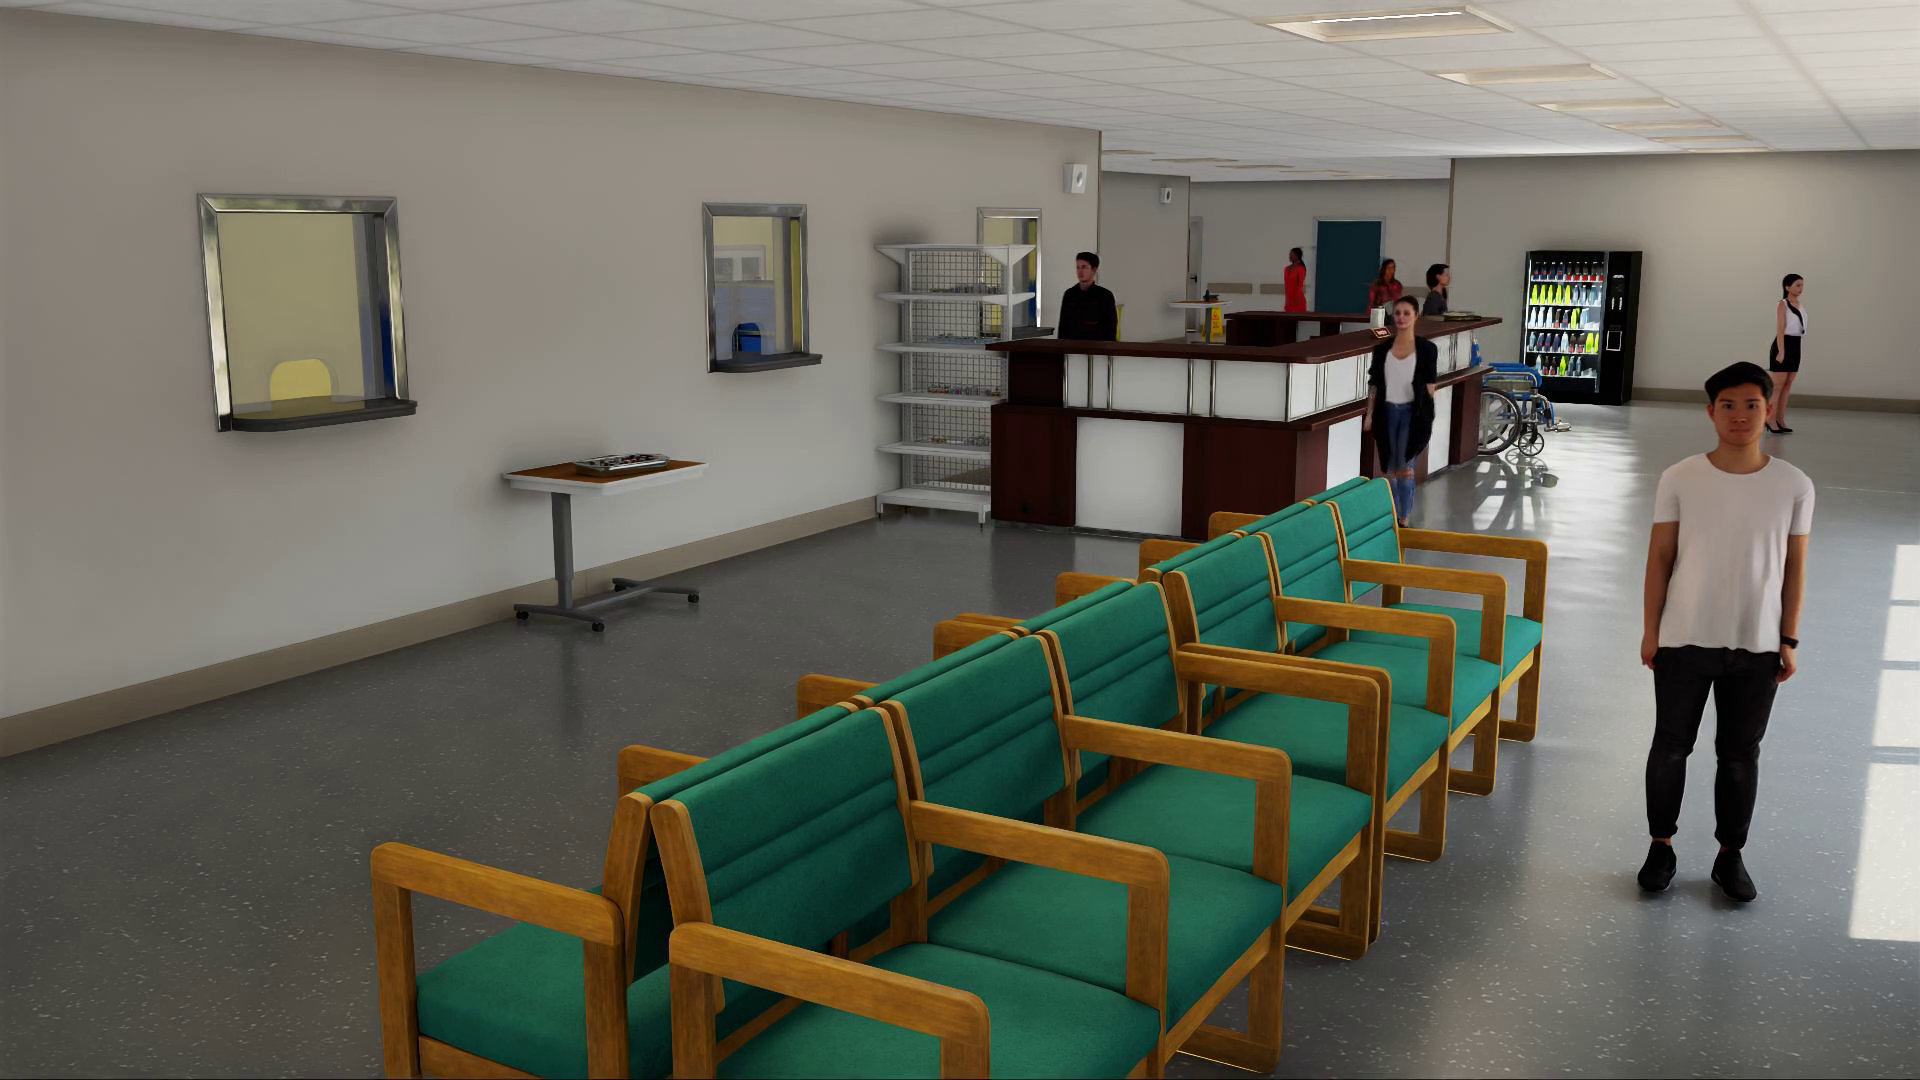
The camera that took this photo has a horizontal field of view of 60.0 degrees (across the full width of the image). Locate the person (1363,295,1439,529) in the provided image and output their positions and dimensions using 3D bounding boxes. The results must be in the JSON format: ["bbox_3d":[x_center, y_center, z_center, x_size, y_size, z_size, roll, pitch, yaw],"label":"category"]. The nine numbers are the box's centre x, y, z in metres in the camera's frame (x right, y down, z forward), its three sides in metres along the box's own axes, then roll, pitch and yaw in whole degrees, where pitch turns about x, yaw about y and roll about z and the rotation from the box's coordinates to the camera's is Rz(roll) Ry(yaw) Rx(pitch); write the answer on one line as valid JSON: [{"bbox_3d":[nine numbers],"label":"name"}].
[{"bbox_3d":[3.080,-0.840,11.498,0.773,1.659,0.698,7,13,32],"label":"person"}]

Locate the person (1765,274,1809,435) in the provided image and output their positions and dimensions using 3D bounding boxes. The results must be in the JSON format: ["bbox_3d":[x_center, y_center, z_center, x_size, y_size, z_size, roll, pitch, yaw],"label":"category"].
[{"bbox_3d":[8.614,-1.945,17.343,0.622,1.649,0.626,-8,13,-36],"label":"person"}]

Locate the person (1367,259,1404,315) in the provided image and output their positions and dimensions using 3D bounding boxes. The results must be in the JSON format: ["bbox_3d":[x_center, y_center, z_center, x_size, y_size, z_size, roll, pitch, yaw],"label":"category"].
[{"bbox_3d":[5.726,-2.941,22.499,0.881,1.685,0.901,0,11,-2],"label":"person"}]

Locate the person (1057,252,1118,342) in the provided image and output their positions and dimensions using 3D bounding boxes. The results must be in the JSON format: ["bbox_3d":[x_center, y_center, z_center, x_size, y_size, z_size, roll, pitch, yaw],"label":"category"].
[{"bbox_3d":[1.076,-1.500,14.259,0.520,1.925,0.744,6,12,29],"label":"person"}]

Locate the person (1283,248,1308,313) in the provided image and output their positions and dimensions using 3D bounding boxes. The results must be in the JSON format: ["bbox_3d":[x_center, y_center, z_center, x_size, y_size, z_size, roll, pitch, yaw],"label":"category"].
[{"bbox_3d":[5.519,-3.836,27.003,0.911,1.763,0.919,-7,13,-32],"label":"person"}]

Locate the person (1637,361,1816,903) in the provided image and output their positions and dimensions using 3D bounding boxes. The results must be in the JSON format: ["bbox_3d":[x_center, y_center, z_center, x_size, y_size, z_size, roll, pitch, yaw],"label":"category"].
[{"bbox_3d":[2.434,0.283,5.323,0.538,1.722,0.723,4,11,18],"label":"person"}]

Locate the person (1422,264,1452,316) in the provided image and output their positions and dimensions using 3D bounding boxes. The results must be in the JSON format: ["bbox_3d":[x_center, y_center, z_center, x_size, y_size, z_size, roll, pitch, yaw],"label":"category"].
[{"bbox_3d":[4.746,-1.914,16.977,1.184,1.725,0.873,2,11,11],"label":"person"}]
